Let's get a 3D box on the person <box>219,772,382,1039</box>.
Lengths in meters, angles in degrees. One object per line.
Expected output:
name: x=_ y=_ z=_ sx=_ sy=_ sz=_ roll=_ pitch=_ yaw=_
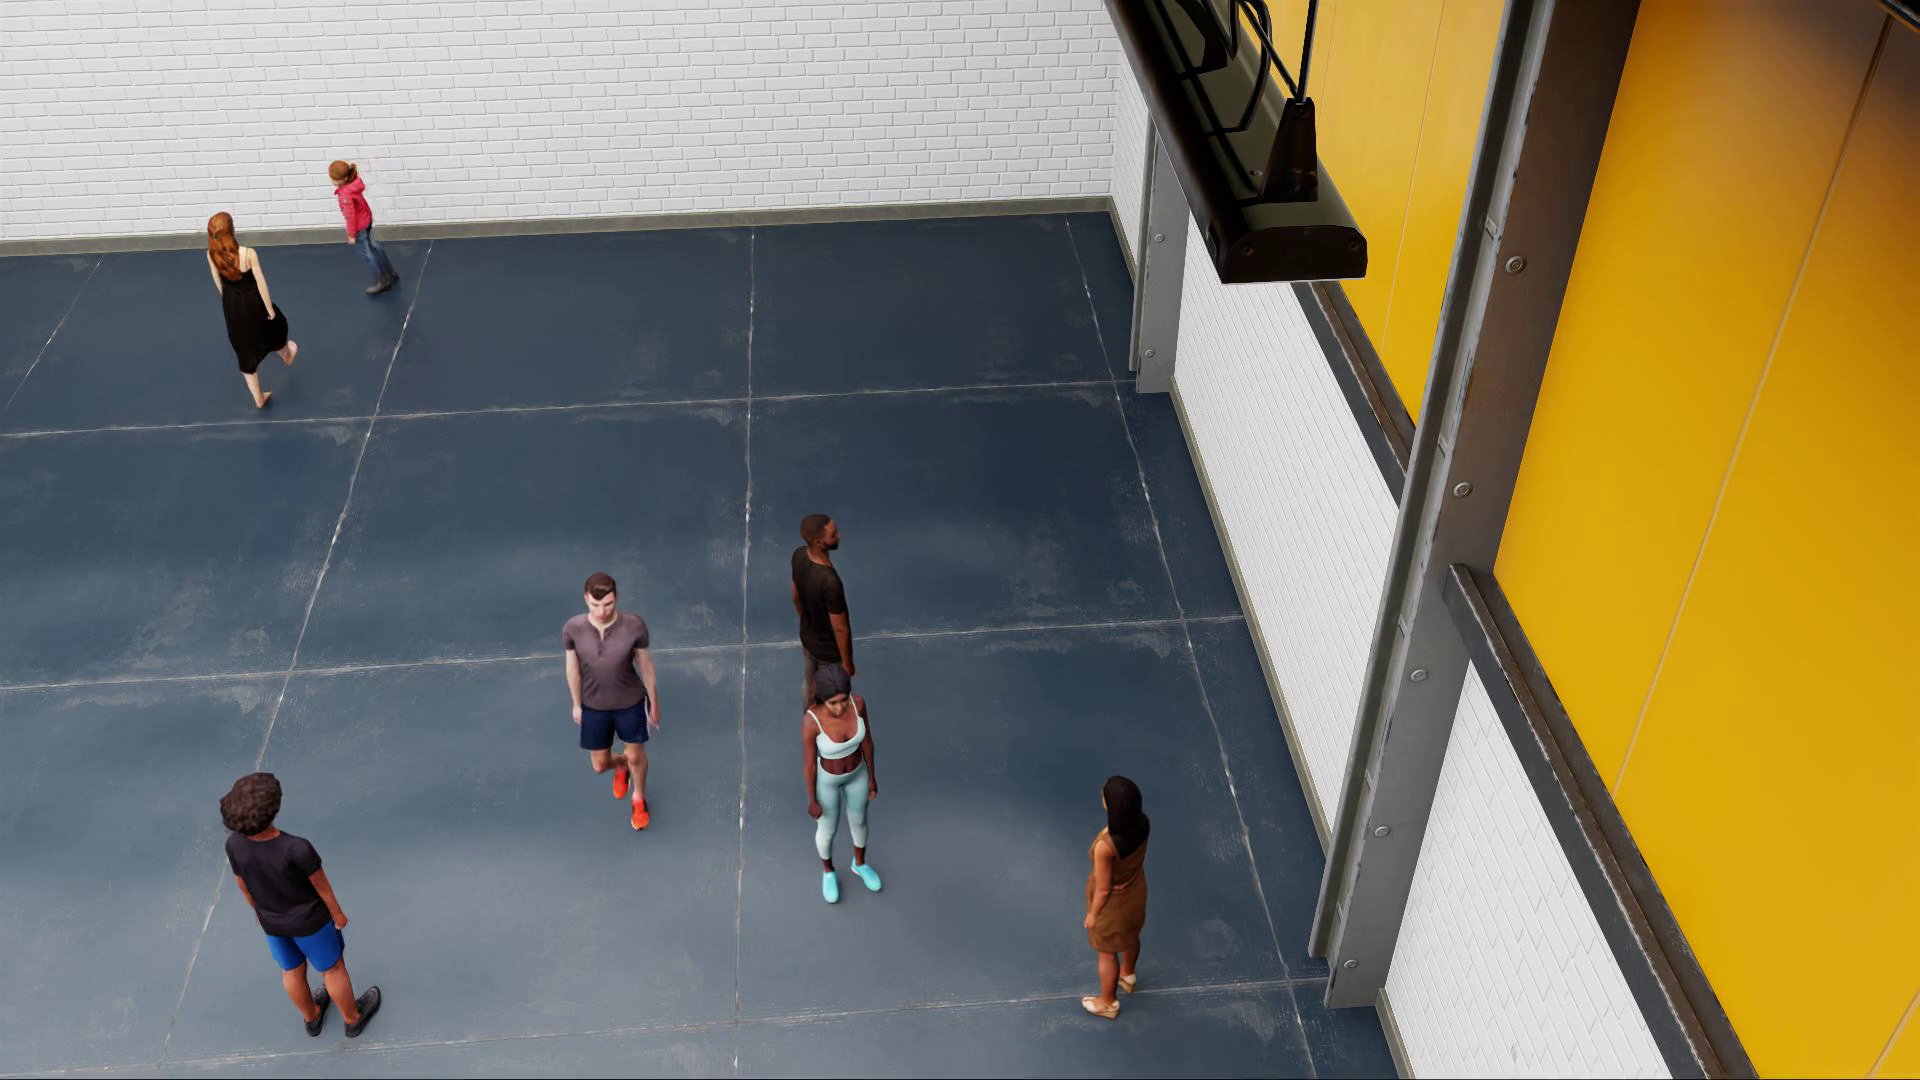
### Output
person: x=-3.344 y=1.866 z=8.342 sx=0.645 sy=1.793 sz=0.588 roll=3 pitch=39 yaw=3

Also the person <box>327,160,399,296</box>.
person: x=-5.196 y=-2.759 z=14.540 sx=0.690 sy=1.286 sz=0.466 roll=4 pitch=39 yaw=5

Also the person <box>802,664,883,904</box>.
person: x=-0.659 y=1.310 z=9.093 sx=0.642 sy=1.723 sz=0.651 roll=-19 pitch=42 yaw=-22

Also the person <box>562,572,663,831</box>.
person: x=-1.974 y=0.872 z=9.550 sx=0.652 sy=1.838 sz=0.683 roll=-3 pitch=39 yaw=-3

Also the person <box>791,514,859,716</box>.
person: x=-0.820 y=0.596 z=9.923 sx=0.775 sy=1.804 sz=0.653 roll=-24 pitch=45 yaw=-27

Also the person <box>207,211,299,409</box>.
person: x=-5.633 y=-1.769 z=13.065 sx=0.611 sy=1.579 sz=1.055 roll=-1 pitch=39 yaw=-2

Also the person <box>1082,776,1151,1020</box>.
person: x=0.795 y=1.824 z=8.478 sx=0.708 sy=1.688 sz=0.631 roll=23 pitch=44 yaw=26
